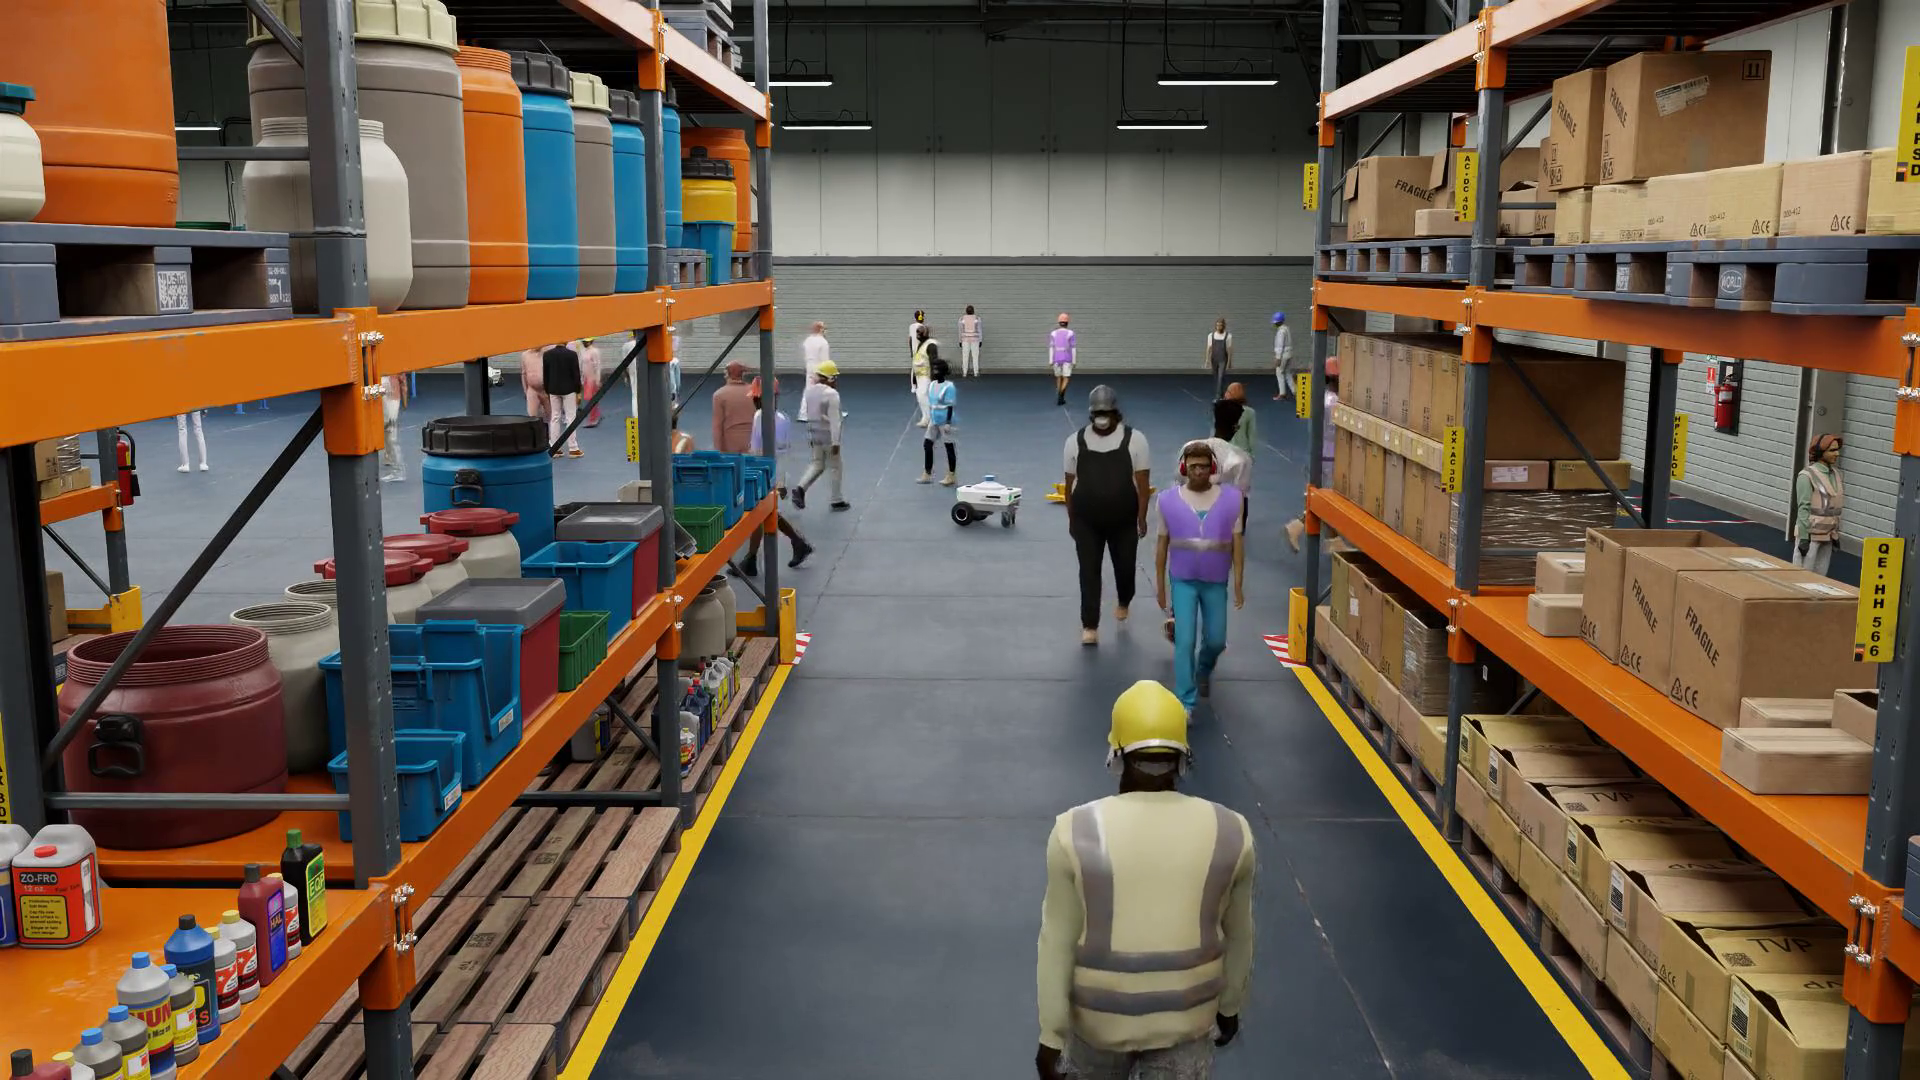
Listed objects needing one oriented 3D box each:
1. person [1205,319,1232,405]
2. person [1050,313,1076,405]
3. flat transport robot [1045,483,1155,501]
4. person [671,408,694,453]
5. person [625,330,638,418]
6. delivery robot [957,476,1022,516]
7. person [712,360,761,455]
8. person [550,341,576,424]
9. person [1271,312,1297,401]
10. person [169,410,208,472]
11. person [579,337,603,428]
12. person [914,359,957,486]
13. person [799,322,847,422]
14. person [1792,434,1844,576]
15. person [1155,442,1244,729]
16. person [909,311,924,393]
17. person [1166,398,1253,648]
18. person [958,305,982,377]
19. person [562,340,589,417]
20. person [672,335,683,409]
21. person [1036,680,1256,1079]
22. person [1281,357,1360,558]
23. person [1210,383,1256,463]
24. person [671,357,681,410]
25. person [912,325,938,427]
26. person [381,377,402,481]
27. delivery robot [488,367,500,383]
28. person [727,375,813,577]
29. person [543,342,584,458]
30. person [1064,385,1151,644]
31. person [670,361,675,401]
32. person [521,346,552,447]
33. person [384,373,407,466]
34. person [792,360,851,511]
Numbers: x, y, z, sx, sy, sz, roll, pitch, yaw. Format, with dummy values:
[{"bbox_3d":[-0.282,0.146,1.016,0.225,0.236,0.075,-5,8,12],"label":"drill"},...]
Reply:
[{"bbox_3d":[5.376,-3.689,34.502,0.508,1.799,0.987,4,10,24],"label":"person"},{"bbox_3d":[2.113,-3.732,34.404,0.549,1.920,0.720,3,10,18],"label":"person"},{"bbox_3d":[1.769,-0.640,20.897,0.652,0.197,1.431,8,13,41],"label":"flat transport robot"},{"bbox_3d":[-2.769,-0.467,15.770,0.534,1.589,0.886,3,10,15],"label":"person"},{"bbox_3d":[-5.777,-2.943,29.888,0.547,1.828,0.855,0,9,0],"label":"person"},{"bbox_3d":[0.334,-0.485,18.840,0.707,0.478,0.477,5,11,25],"label":"delivery robot"},{"bbox_3d":[-2.508,-1.034,18.337,0.655,1.875,0.774,-7,12,-35],"label":"person"},{"bbox_3d":[-7.182,-3.051,30.388,0.680,1.884,0.431,9,13,44],"label":"person"},{"bbox_3d":[6.995,-3.939,35.688,0.679,1.897,0.674,3,10,16],"label":"person"},{"bbox_3d":[-10.962,-1.905,23.564,0.515,1.872,0.333,-6,11,-31],"label":"person"},{"bbox_3d":[-6.643,-2.868,29.711,0.377,1.741,0.572,-8,13,-41],"label":"person"},{"bbox_3d":[-0.332,-1.541,21.936,0.683,1.671,0.553,-7,12,-38],"label":"person"},{"bbox_3d":[-2.587,-3.116,30.870,0.640,1.855,0.999,9,13,44],"label":"person"},{"bbox_3d":[6.646,-0.010,12.909,0.514,1.639,0.308,-7,12,-35],"label":"person"},{"bbox_3d":[1.539,0.259,10.743,0.575,1.822,0.669,1,9,3],"label":"person"},{"bbox_3d":[-0.932,-4.276,37.789,0.517,1.865,0.328,9,13,42],"label":"person"},{"bbox_3d":[1.887,-0.107,12.615,0.642,1.929,0.623,7,12,35],"label":"person"},{"bbox_3d":[0.272,-5.163,43.160,0.626,1.846,0.429,1,10,5],"label":"person"},{"bbox_3d":[-7.363,-3.279,31.646,0.550,1.921,0.569,7,12,35],"label":"person"},{"bbox_3d":[-5.876,-3.595,33.567,0.608,1.911,0.587,-9,13,-44],"label":"person"},{"bbox_3d":[0.501,1.274,4.696,0.627,1.804,0.738,-1,10,-6],"label":"person"},{"bbox_3d":[3.627,-0.813,16.570,0.765,2.028,0.619,-1,10,-6],"label":"person"},{"bbox_3d":[3.103,-1.005,19.049,0.505,1.576,0.888,-3,10,-18],"label":"person"},{"bbox_3d":[-4.989,-2.545,28.132,0.523,1.630,0.488,-1,9,-3],"label":"person"},{"bbox_3d":[-0.686,-2.934,29.855,0.535,1.827,0.659,-5,11,-26],"label":"person"},{"bbox_3d":[-7.912,-1.629,22.383,0.782,1.713,0.508,-4,10,-21],"label":"person"},{"bbox_3d":[-11.333,-3.968,39.704,0.707,0.478,0.477,4,10,23],"label":"delivery robot"},{"bbox_3d":[-1.805,-0.633,15.868,0.902,1.902,0.553,-5,11,-27],"label":"person"},{"bbox_3d":[-6.025,-2.251,25.264,0.611,1.995,0.380,2,10,14],"label":"person"},{"bbox_3d":[1.157,-0.229,13.147,0.690,2.000,0.793,1,10,9],"label":"person"},{"bbox_3d":[-4.888,-2.440,26.742,0.569,1.887,1.016,0,9,3],"label":"person"},{"bbox_3d":[-6.604,-2.337,26.176,0.661,1.854,0.974,0,9,2],"label":"person"},{"bbox_3d":[-8.515,-2.119,24.619,0.631,1.958,0.976,-2,10,-12],"label":"person"},{"bbox_3d":[-1.642,-1.233,19.724,0.704,1.808,0.602,-9,13,-43],"label":"person"}]
